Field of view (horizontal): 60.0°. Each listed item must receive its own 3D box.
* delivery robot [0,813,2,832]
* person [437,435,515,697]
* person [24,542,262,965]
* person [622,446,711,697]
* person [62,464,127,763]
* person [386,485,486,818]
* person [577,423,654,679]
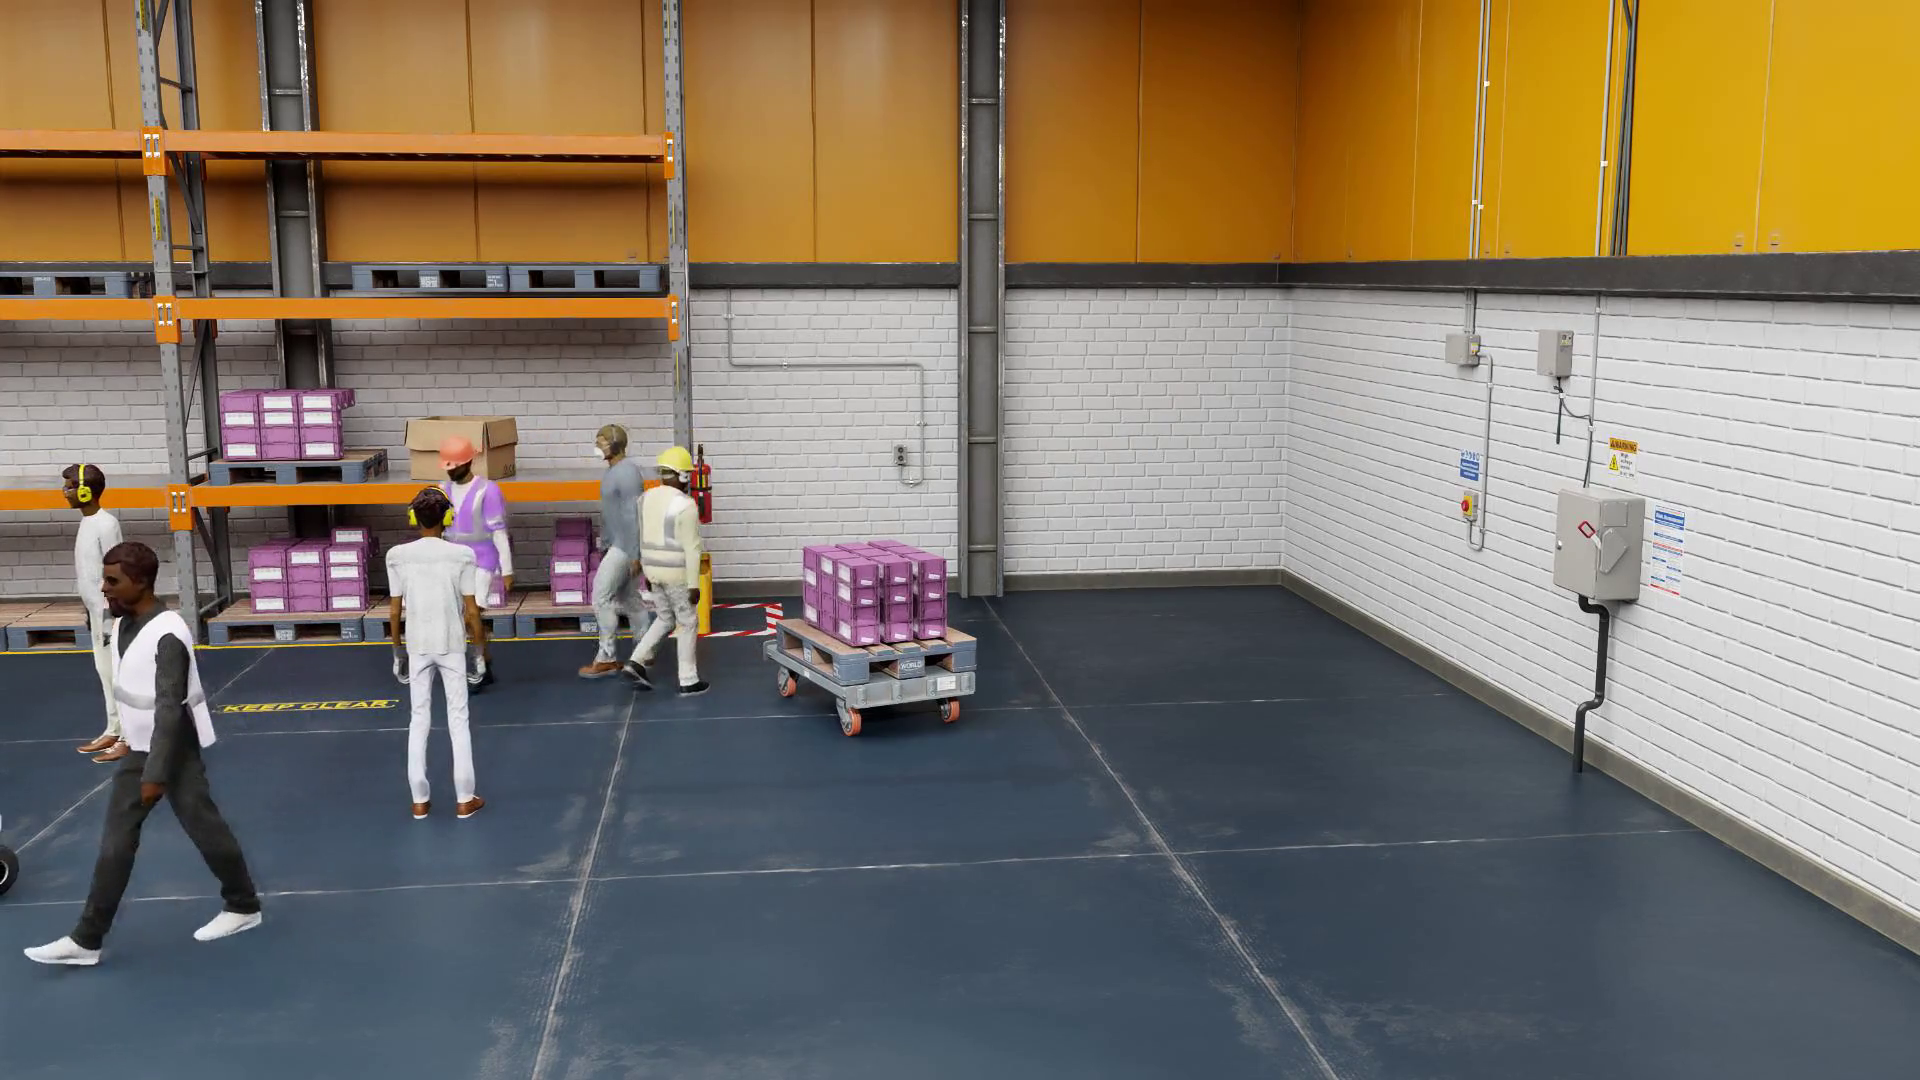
[{"bbox_3d":[-5.009,1.442,7.952,0.477,0.478,0.707,7,11,36],"label":"delivery robot"},{"bbox_3d":[-3.511,0.184,11.927,0.686,1.889,0.611,4,10,25],"label":"person"},{"bbox_3d":[-3.590,0.935,7.326,0.616,1.861,0.990,8,12,42],"label":"person"},{"bbox_3d":[-2.102,0.241,11.850,0.605,1.807,0.593,8,12,41],"label":"person"},{"bbox_3d":[-5.353,0.451,10.358,0.327,1.865,0.514,-8,12,-39],"label":"person"},{"bbox_3d":[-2.904,0.628,9.269,0.509,1.860,0.318,-1,9,-5],"label":"person"},{"bbox_3d":[-2.652,0.085,12.480,0.747,1.911,0.650,-3,10,-19],"label":"person"}]
